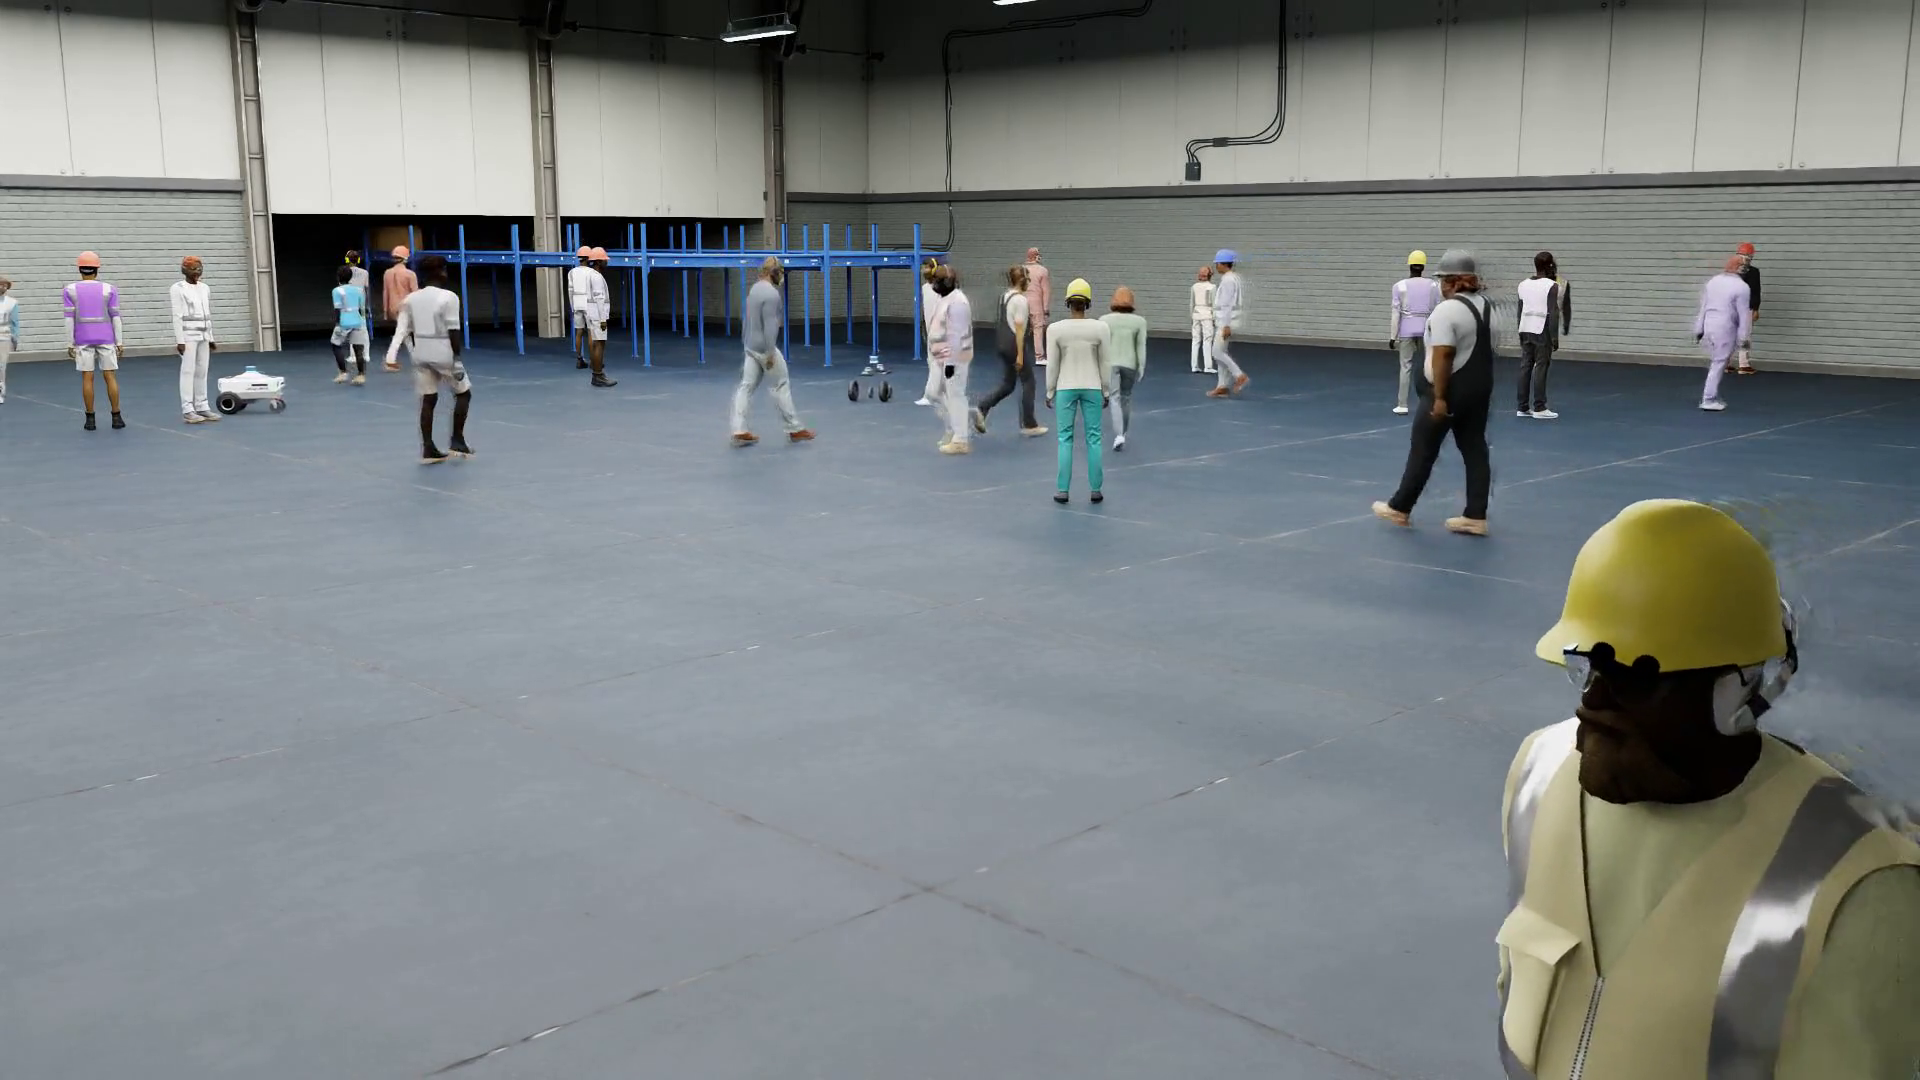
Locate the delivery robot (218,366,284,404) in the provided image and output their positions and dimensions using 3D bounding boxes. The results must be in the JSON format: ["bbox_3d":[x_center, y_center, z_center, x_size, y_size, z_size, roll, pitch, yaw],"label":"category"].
[{"bbox_3d":[-8.528,-1.848,20.021,0.707,0.478,0.477,-2,11,-12],"label":"delivery robot"}]

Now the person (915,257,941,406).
[{"bbox_3d":[-0.240,-2.639,20.977,0.770,1.848,0.524,-7,13,-34],"label":"person"}]

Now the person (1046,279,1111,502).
[{"bbox_3d":[0.938,-1.184,13.232,0.523,1.769,0.315,0,10,-1],"label":"person"}]

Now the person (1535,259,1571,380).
[{"bbox_3d":[8.199,-3.045,23.294,0.626,1.816,0.861,2,11,11],"label":"person"}]

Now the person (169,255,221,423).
[{"bbox_3d":[-8.709,-2.288,18.939,0.352,1.881,0.576,3,11,15],"label":"person"}]

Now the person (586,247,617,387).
[{"bbox_3d":[-5.078,-3.152,23.499,0.362,1.938,0.545,-4,11,-22],"label":"person"}]

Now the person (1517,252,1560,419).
[{"bbox_3d":[6.728,-2.388,19.381,0.391,1.920,0.587,-5,12,-26],"label":"person"}]

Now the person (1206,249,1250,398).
[{"bbox_3d":[3.475,-2.810,21.650,0.470,1.927,0.632,1,10,6],"label":"person"}]

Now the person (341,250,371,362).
[{"bbox_3d":[-10.145,-3.921,27.899,0.322,1.865,0.507,10,14,43],"label":"person"}]

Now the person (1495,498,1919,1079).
[{"bbox_3d":[0.845,0.844,2.046,0.536,1.809,0.615,-6,12,-31],"label":"person"}]

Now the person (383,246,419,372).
[{"bbox_3d":[-8.741,-3.628,26.086,0.636,1.946,1.046,5,12,27],"label":"person"}]

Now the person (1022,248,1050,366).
[{"bbox_3d":[1.193,-3.800,27.114,0.643,1.910,0.400,7,12,33],"label":"person"}]

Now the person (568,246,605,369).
[{"bbox_3d":[-5.971,-3.708,26.538,0.547,1.934,0.375,4,11,23],"label":"person"}]

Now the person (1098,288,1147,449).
[{"bbox_3d":[1.606,-1.723,16.643,0.512,1.593,0.827,-1,10,-5],"label":"person"}]

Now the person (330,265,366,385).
[{"bbox_3d":[-8.695,-3.035,23.537,0.571,1.676,0.553,5,12,25],"label":"person"}]

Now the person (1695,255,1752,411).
[{"bbox_3d":[9.283,-2.501,20.125,0.611,1.874,0.689,-2,11,-13],"label":"person"}]

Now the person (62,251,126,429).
[{"bbox_3d":[-9.507,-2.194,18.273,0.552,1.935,0.367,-5,12,-26],"label":"person"}]

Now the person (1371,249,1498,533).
[{"bbox_3d":[3.450,-1.067,11.964,0.710,2.000,0.932,-8,13,-38],"label":"person"}]

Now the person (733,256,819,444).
[{"bbox_3d":[-1.900,-1.919,16.897,0.975,1.884,0.669,-6,12,-28],"label":"person"}]

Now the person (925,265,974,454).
[{"bbox_3d":[-0.098,-1.756,16.196,0.444,1.824,0.646,-3,11,-17],"label":"person"}]

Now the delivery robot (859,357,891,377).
[{"bbox_3d":[-1.120,-2.260,21.559,0.335,0.223,0.698,3,11,14],"label":"delivery robot"}]

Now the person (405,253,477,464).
[{"bbox_3d":[-4.839,-1.708,15.586,0.637,1.943,0.661,5,11,24],"label":"person"}]

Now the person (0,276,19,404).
[{"bbox_3d":[-12.150,-2.513,20.934,0.582,1.597,0.450,-7,12,-32],"label":"person"}]

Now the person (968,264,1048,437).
[{"bbox_3d":[0.515,-1.991,17.522,0.798,1.812,0.516,-4,11,-23],"label":"person"}]

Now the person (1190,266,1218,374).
[{"bbox_3d":[3.747,-3.383,25.564,0.315,1.641,0.514,-9,14,-41],"label":"person"}]

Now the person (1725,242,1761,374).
[{"bbox_3d":[12.014,-3.561,25.566,0.376,1.997,0.612,-6,12,-30],"label":"person"}]

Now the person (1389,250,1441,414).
[{"bbox_3d":[5.390,-2.458,19.738,0.585,1.928,0.370,0,10,-1],"label":"person"}]
